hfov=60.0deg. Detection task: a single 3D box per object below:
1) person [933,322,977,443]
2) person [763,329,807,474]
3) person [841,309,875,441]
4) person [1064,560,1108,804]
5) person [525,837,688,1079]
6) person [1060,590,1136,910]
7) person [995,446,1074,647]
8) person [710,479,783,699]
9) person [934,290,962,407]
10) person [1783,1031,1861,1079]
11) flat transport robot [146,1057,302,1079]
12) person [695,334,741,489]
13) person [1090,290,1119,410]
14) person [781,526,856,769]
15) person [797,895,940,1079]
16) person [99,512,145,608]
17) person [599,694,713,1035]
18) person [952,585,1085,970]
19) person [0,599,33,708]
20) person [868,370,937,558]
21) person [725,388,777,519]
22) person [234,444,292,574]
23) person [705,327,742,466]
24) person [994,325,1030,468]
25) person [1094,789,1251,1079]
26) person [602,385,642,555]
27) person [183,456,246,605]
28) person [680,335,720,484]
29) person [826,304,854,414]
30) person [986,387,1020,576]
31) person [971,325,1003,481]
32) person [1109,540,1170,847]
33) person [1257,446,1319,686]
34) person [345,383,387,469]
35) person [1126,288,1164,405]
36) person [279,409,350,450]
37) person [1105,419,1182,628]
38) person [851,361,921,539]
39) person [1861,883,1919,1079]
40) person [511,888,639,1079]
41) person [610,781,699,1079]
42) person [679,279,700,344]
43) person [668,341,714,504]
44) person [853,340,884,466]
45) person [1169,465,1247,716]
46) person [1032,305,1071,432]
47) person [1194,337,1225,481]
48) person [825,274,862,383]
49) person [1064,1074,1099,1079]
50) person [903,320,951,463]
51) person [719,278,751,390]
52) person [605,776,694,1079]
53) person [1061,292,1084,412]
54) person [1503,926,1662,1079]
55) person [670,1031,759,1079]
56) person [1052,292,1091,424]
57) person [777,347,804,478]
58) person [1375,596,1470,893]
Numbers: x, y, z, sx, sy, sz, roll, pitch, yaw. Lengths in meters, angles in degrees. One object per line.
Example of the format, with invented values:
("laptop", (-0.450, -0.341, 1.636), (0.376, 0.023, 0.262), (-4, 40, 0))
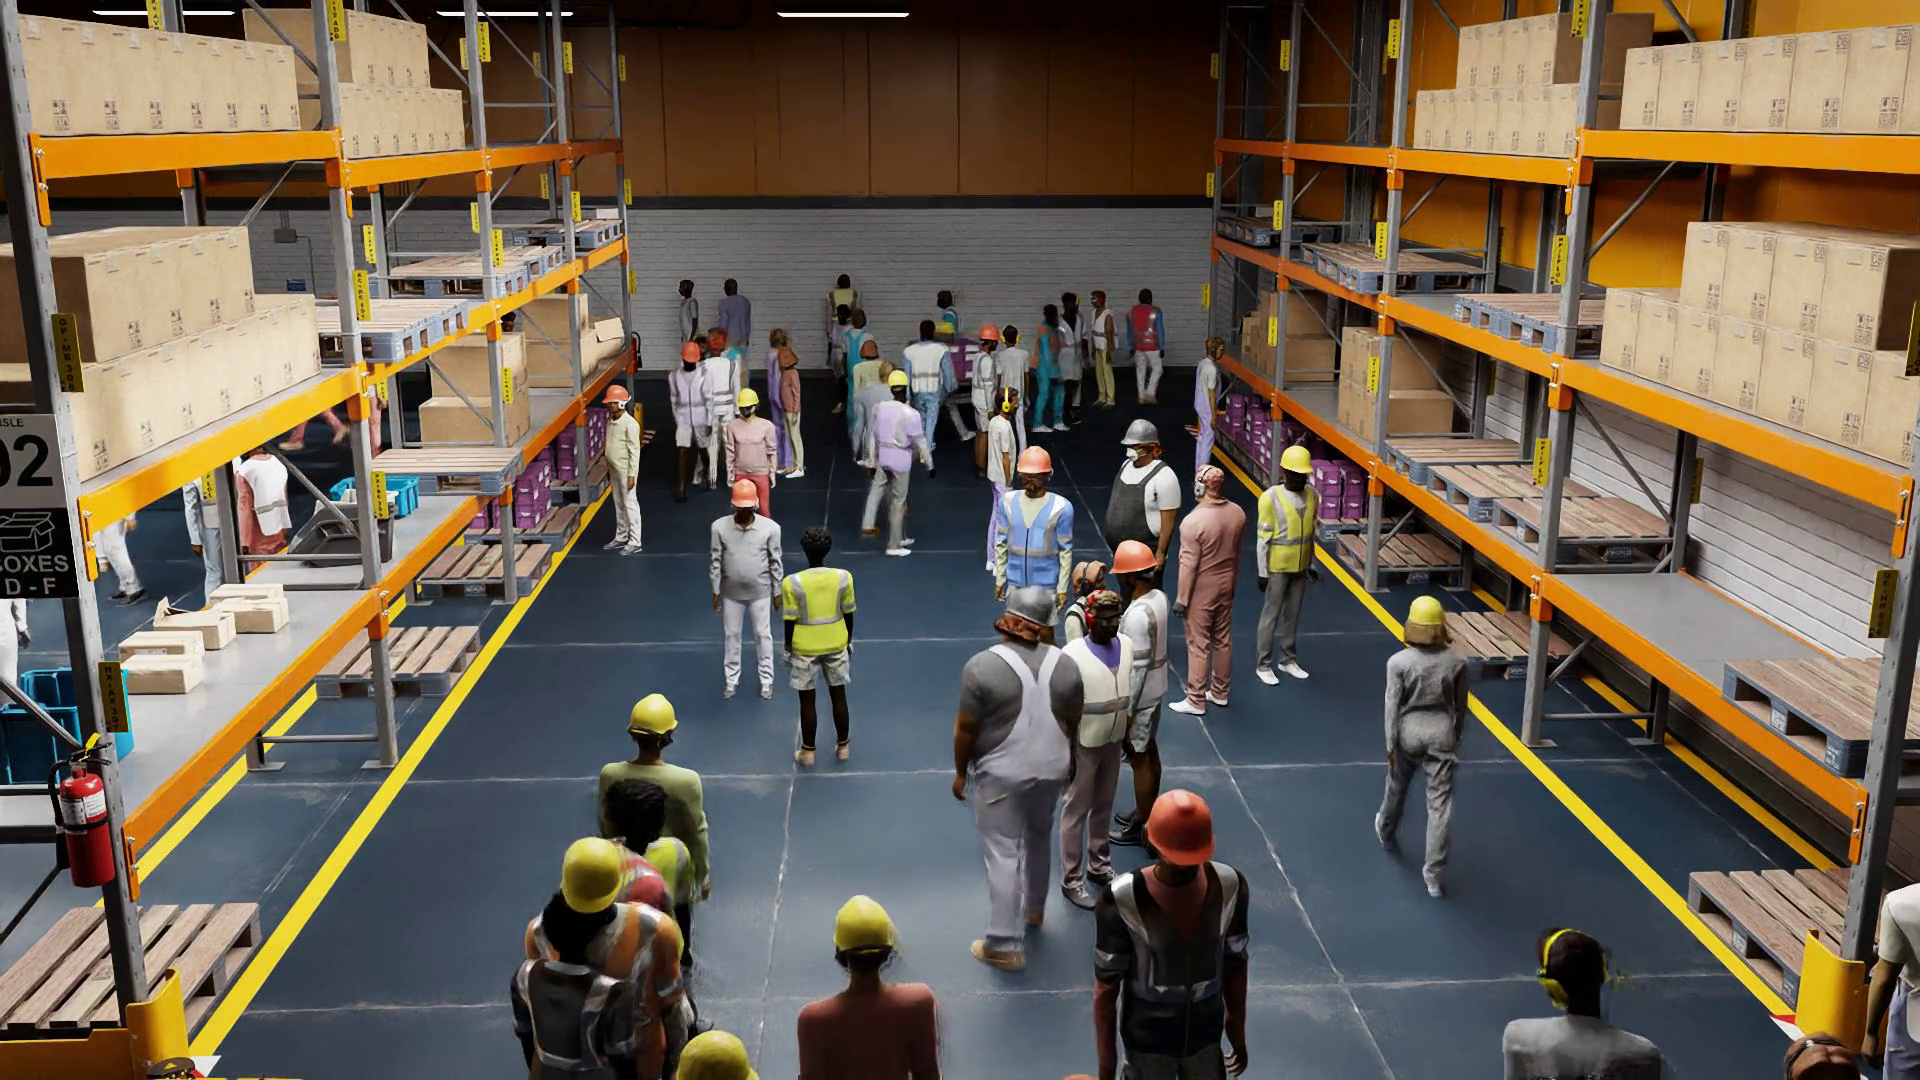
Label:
("person", (-0.196, -2.156, 22.880), (0.935, 1.685, 0.495), (-3, 15, -12))
("person", (-2.255, -1.753, 21.074), (0.613, 1.820, 0.334), (12, 18, 38))
("person", (-1.393, -2.275, 23.056), (0.506, 1.839, 0.329), (6, 15, 22))
("person", (0.826, 0.931, 10.857), (0.309, 1.645, 0.514), (6, 16, 23))
("person", (-1.346, 1.976, 6.257), (0.628, 1.898, 0.444), (2, 14, 7))
("person", (0.773, 1.166, 9.527), (0.563, 1.847, 0.389), (-13, 19, -42))
("person", (0.545, 0.298, 12.536), (0.608, 2.048, 0.365), (5, 15, 21))
("person", (-1.646, 0.379, 12.826), (0.568, 1.743, 0.350), (1, 14, 2))
("person", (-0.279, -2.958, 25.789), (0.748, 1.817, 0.648), (2, 14, 7))
("person", (2.682, 2.330, 5.372), (0.523, 1.638, 0.310), (0, 14, 1))
("flat transport robot", (-3.351, 2.628, 6.931), (0.652, 0.197, 1.431), (0, 14, 1))
("person", (-2.930, -1.556, 20.141), (0.575, 1.883, 0.355), (-6, 15, -22))
("person", (2.217, -2.930, 25.648), (0.422, 1.827, 0.573), (-4, 15, -16))
("person", (-0.977, 0.740, 11.500), (0.540, 1.695, 0.317), (-6, 15, -22))
("person", (-0.309, 2.125, 5.982), (0.533, 1.738, 0.792), (-4, 15, -17))
("person", (-7.830, -0.279, 15.292), (0.595, 1.805, 0.509), (9, 17, 30))
("person", (-1.457, 1.592, 8.019), (0.534, 1.767, 0.319), (2, 15, 10))
("person", (0.313, 1.217, 8.943), (0.727, 2.000, 0.666), (-6, 16, -24))
("person", (-6.772, 0.632, 11.503), (0.406, 1.910, 0.639), (13, 19, 41))
("person", (-0.599, -0.785, 17.052), (0.613, 1.902, 0.652), (12, 19, 40))
("person", (-2.122, -0.667, 16.887), (0.533, 1.767, 0.326), (2, 14, 8))
("person", (-5.930, -0.062, 14.236), (0.386, 1.904, 0.603), (3, 15, 13))
("person", (-3.023, -1.855, 21.511), (0.585, 1.810, 0.882), (7, 16, 26))
("person", (0.646, -1.792, 21.115), (0.518, 1.862, 0.326), (-5, 15, -20))
("person", (0.819, 1.888, 6.333), (0.613, 2.033, 0.410), (-3, 15, -13))
("person", (-3.503, -0.731, 17.162), (0.325, 1.752, 0.559), (-12, 18, -38))
("person", (-6.400, -0.094, 14.366), (0.414, 1.906, 0.598), (7, 16, 25))
("person", (-3.234, -1.666, 20.713), (0.544, 1.831, 0.874), (2, 14, 7))
("person", (-1.739, -2.794, 25.428), (0.534, 1.669, 0.792), (10, 17, 34))
("person", (0.431, -0.578, 16.332), (0.310, 1.868, 0.533), (-3, 15, -13))
("person", (0.339, -1.696, 20.607), (0.386, 1.929, 0.543), (-3, 15, -12))
("person", (1.081, 0.942, 10.246), (0.374, 1.928, 0.543), (5, 15, 20))
("person", (2.614, 0.192, 13.193), (0.594, 1.924, 0.382), (-9, 17, -30))
("person", (-7.573, -1.872, 21.182), (0.620, 1.986, 0.408), (4, 15, 14))
("person", (2.908, -3.000, 25.916), (0.648, 1.830, 0.487), (10, 17, 33))
("person", (-8.828, -2.247, 22.540), (0.870, 2.000, 0.687), (-5, 15, -18))
("person", (1.445, 0.014, 13.665), (0.535, 2.000, 0.673), (-9, 17, -32))
("person", (-0.806, -0.985, 17.931), (0.656, 1.879, 1.036), (11, 18, 37))
("person", (3.848, 1.935, 6.537), (0.560, 1.836, 0.394), (1, 14, 3))
("person", (-1.407, 2.085, 6.220), (0.539, 1.695, 0.317), (6, 16, 24))
("person", (-1.360, 1.844, 7.208), (0.404, 1.678, 0.534), (-9, 17, -31))
("person", (-4.440, -3.338, 27.215), (0.345, 1.846, 0.508), (-7, 16, -26))
("person", (-3.153, -1.431, 19.657), (0.535, 1.892, 0.875), (-1, 14, -3))
("person", (-1.153, -1.765, 21.460), (0.500, 1.633, 0.285), (-7, 16, -27))
("person", (1.840, 0.375, 12.514), (0.641, 1.909, 0.409), (-12, 19, -40))
("person", (1.302, -2.415, 23.564), (0.634, 1.863, 0.691), (7, 16, 25))
("person", (3.040, -1.567, 20.290), (0.355, 1.834, 0.524), (-1, 14, -5))
("person", (-1.952, -3.572, 28.139), (0.624, 1.845, 0.430), (0, 14, 0))
("person", (0.328, 2.386, 4.681), (0.576, 1.880, 0.351), (2, 14, 9))
("person", (-0.417, -1.954, 21.808), (0.584, 1.847, 1.054), (4, 15, 16))
("person", (-3.584, -3.192, 26.474), (0.374, 1.933, 0.625), (12, 19, 39))
("person", (-1.366, 1.839, 7.239), (0.615, 1.679, 0.558), (9, 17, 33))
("person", (1.713, -2.870, 25.427), (0.403, 1.824, 0.595), (-2, 14, -6))
("person", (2.064, 2.193, 5.532), (0.595, 1.830, 0.461), (6, 16, 23))
("person", (-0.757, 2.323, 5.207), (0.321, 1.737, 0.485), (6, 15, 22))
("person", (1.573, -2.715, 24.588), (0.627, 1.944, 0.820), (-8, 16, -28))
("person", (-2.128, -1.594, 20.789), (0.285, 1.632, 0.501), (-6, 16, -23))
("person", (2.744, 1.157, 9.869), (0.503, 1.698, 0.901), (1, 14, 5))
